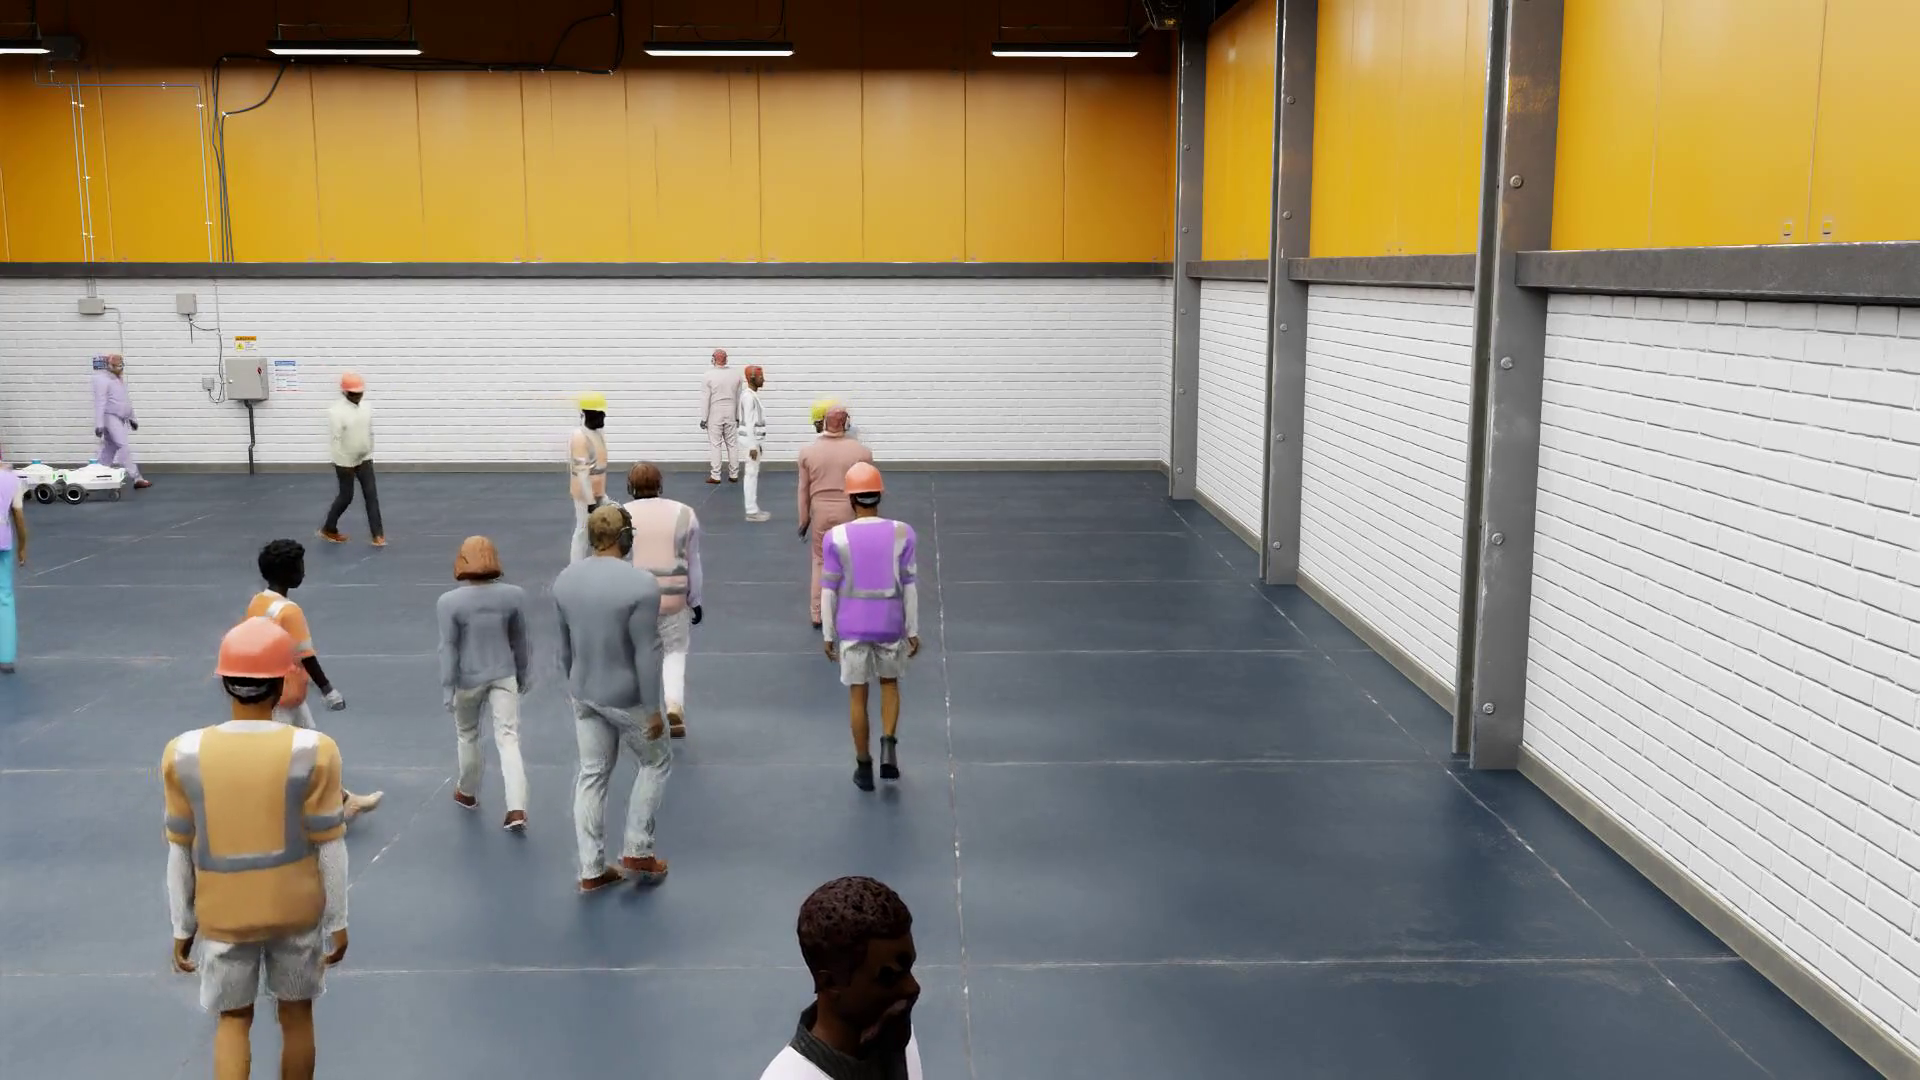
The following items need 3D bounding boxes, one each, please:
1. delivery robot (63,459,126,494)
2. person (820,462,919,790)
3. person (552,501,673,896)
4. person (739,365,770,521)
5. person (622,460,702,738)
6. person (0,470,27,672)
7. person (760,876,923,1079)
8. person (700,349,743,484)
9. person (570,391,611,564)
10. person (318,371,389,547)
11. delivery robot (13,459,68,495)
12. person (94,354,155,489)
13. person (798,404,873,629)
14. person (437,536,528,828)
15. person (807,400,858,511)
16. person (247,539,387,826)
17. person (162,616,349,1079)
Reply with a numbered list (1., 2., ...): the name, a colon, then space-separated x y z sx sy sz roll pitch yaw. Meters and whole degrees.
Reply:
1. delivery robot: -11.265 -0.812 21.661 0.707 0.478 0.477 -4 10 -21
2. person: -0.531 0.503 9.710 0.569 1.917 0.414 -2 9 -10
3. person: -1.673 0.763 8.120 0.655 1.914 0.598 5 10 27
4. person: -2.497 -1.173 20.101 0.346 1.882 0.577 -1 9 -4
5. person: -1.959 0.407 10.569 0.649 1.829 0.482 -3 10 -16
6. person: -7.439 0.080 12.674 0.593 1.789 0.978 -8 13 -42
7. person: -0.226 1.563 3.212 0.378 1.917 0.598 3 10 16
8. person: -3.396 -1.752 23.575 0.653 1.906 0.405 -7 11 -35
9. person: -3.334 -0.439 15.545 0.791 1.897 0.609 2 9 9
10. person: -6.673 -0.891 18.230 0.843 1.944 0.658 6 11 33
11. delivery robot: -12.005 -0.810 21.645 0.707 0.478 0.477 1 9 6
12. person: -11.535 -1.624 22.900 0.895 1.856 0.787 -1 9 -6
13. person: -1.029 -0.186 13.981 0.678 1.905 0.403 2 9 9
14. person: -2.590 0.766 9.116 0.515 1.588 0.864 -6 11 -32
15. person: -1.209 -0.483 16.196 0.406 1.784 0.669 7 12 38
16. person: -3.481 0.804 8.693 0.898 1.638 0.534 -6 11 -34
17. person: -2.264 1.210 5.378 0.556 1.917 0.601 -2 9 -13
